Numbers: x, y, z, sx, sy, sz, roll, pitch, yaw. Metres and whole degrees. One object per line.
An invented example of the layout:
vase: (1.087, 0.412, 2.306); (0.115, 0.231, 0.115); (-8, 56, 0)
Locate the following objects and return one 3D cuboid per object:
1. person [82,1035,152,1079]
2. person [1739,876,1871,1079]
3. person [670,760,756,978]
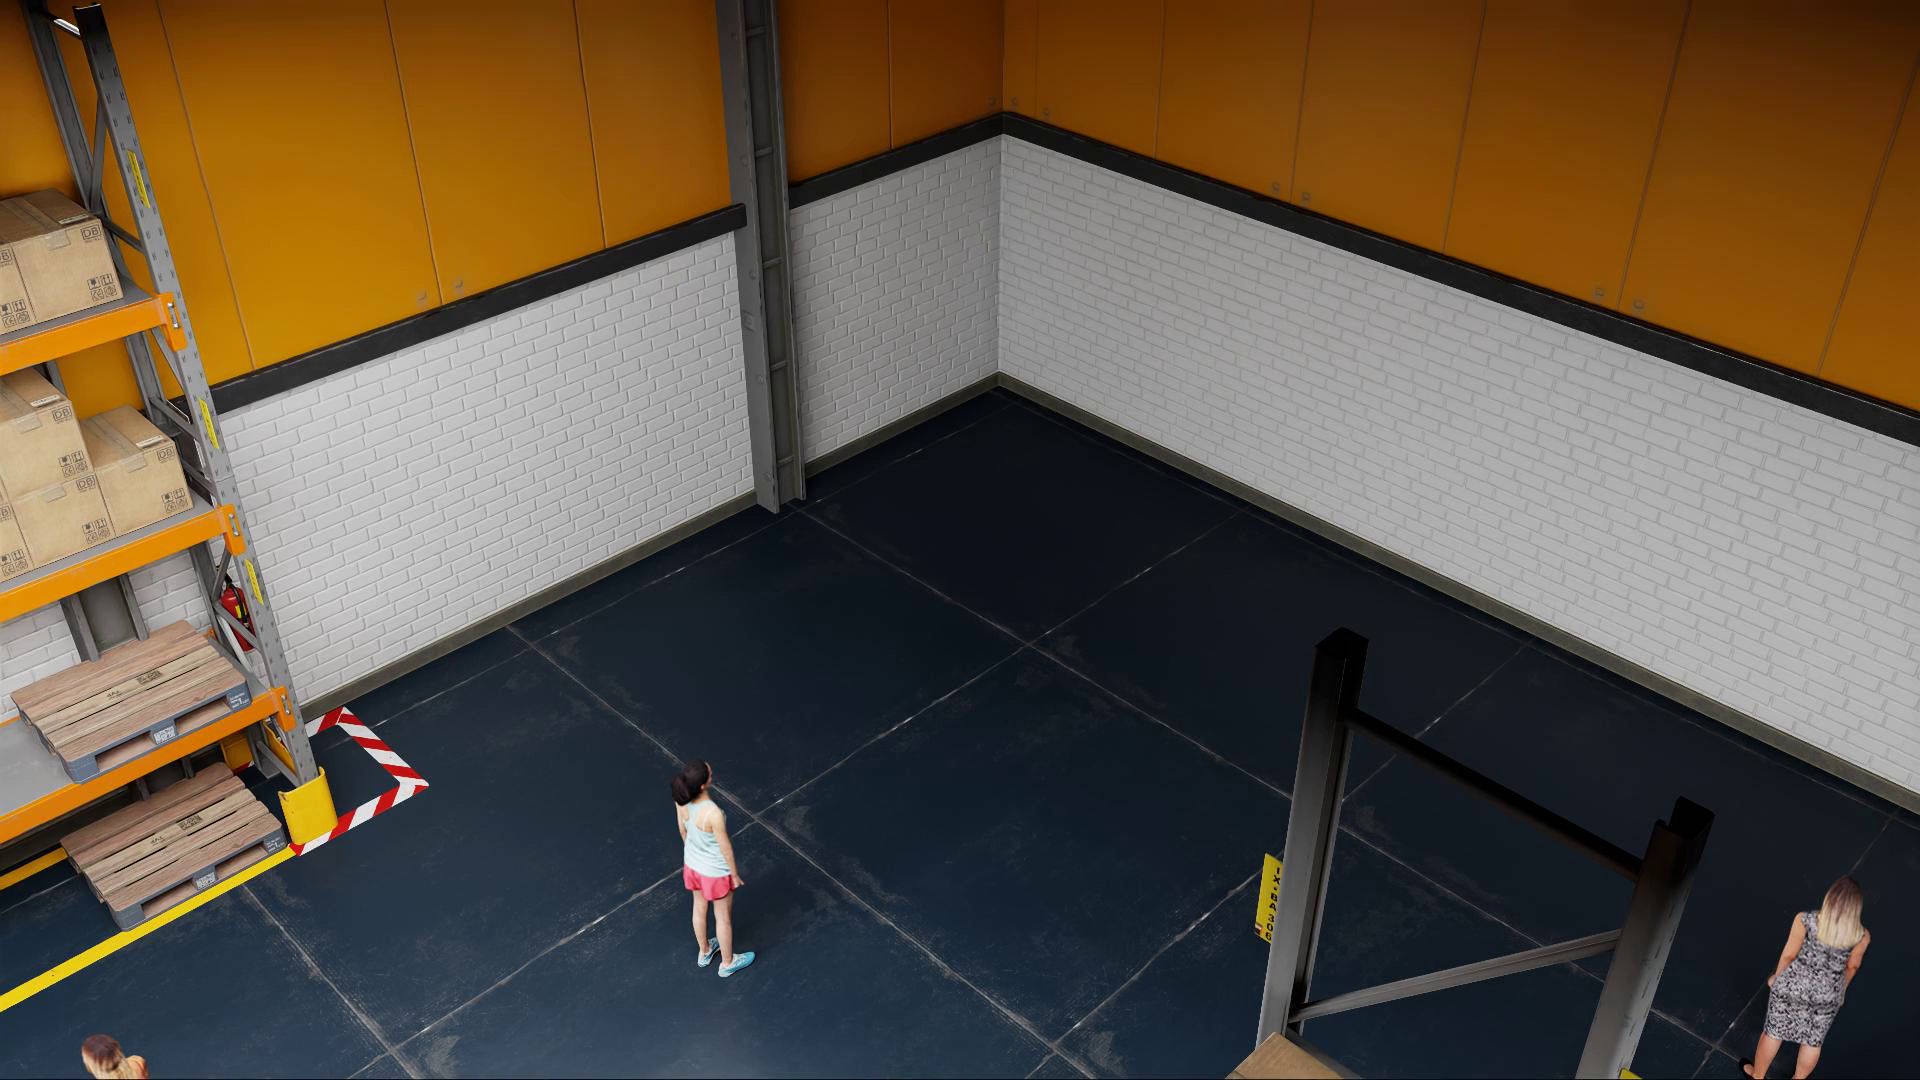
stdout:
person: (-4.477, 3.282, 9.080); (0.712, 1.627, 0.601); (8, 35, 12)
person: (5.057, 2.677, 9.921); (0.633, 1.703, 0.620); (12, 35, 17)
person: (-1.615, 2.103, 10.728); (0.617, 1.765, 0.630); (22, 39, 29)
